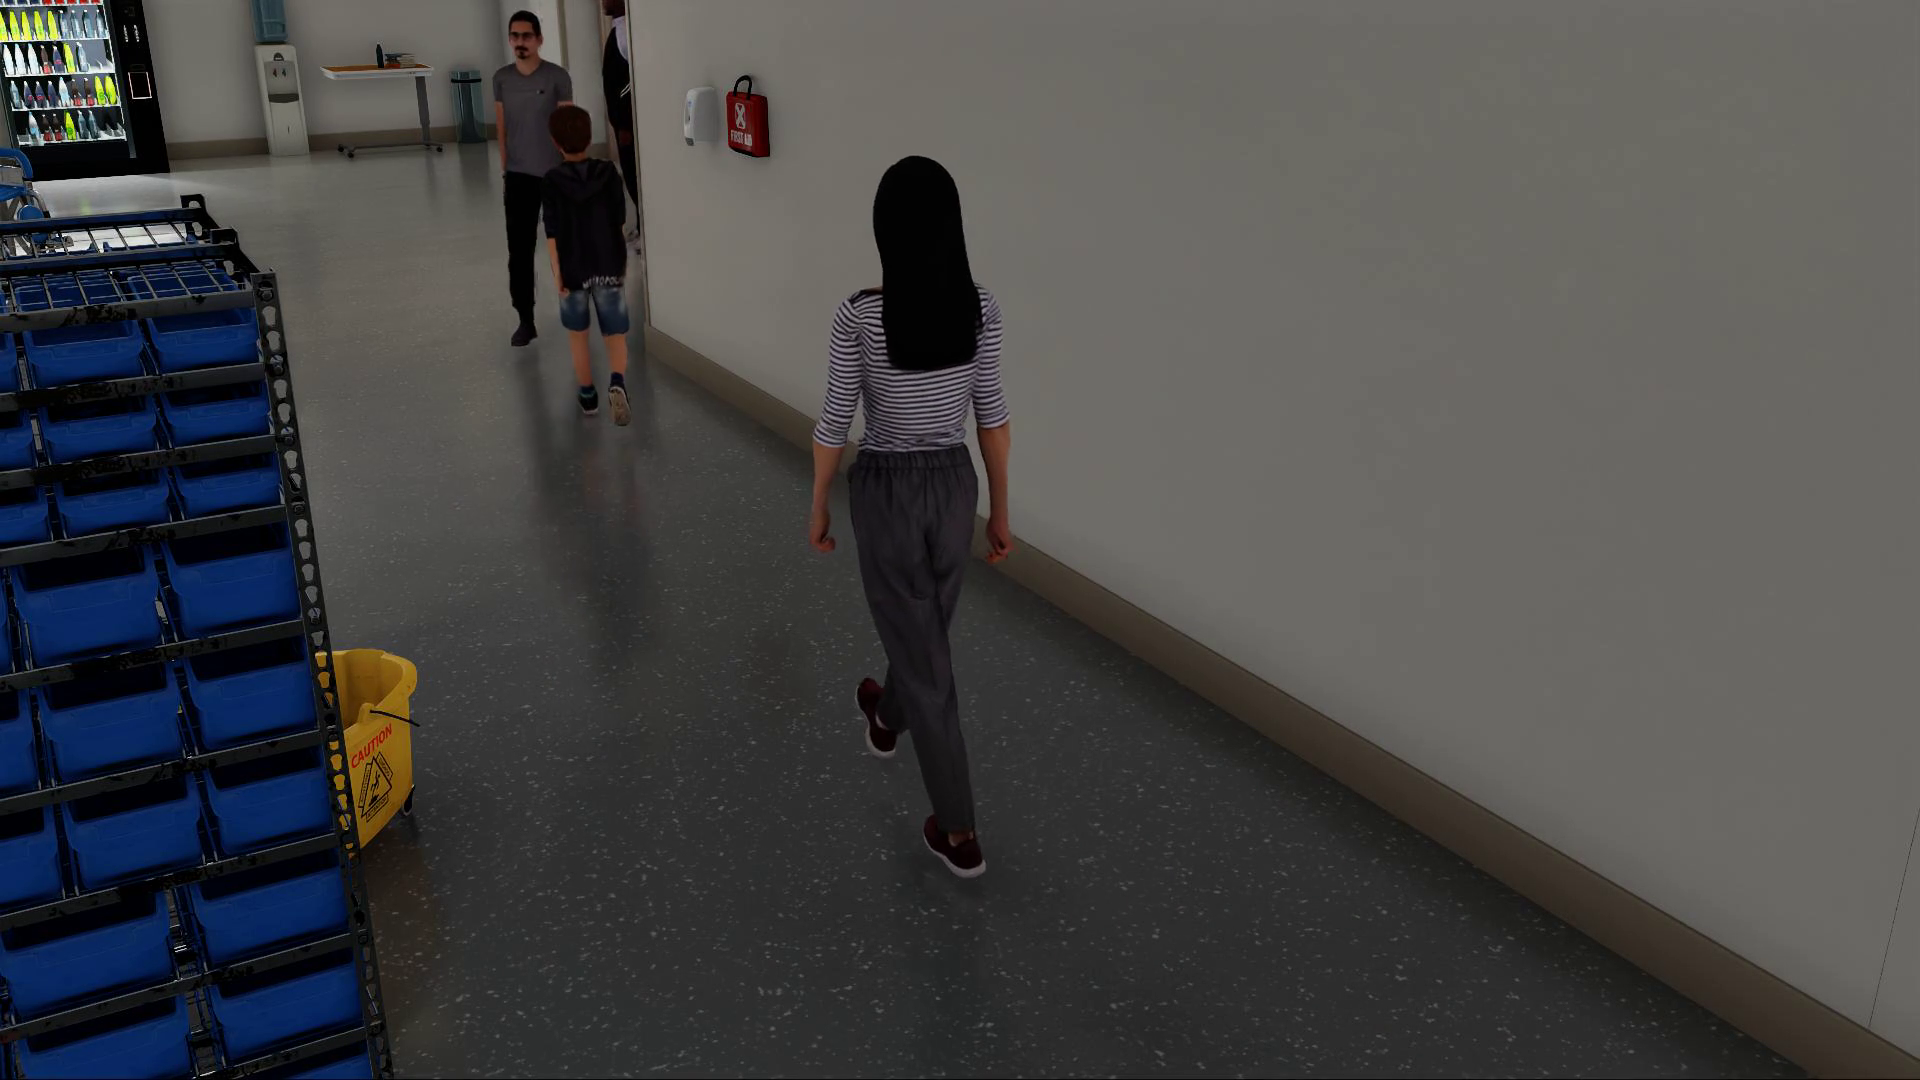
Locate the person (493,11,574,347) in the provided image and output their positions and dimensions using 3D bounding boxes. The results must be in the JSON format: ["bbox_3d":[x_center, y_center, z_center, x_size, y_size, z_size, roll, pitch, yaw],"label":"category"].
[{"bbox_3d":[-2.272,-1.985,9.140,1.182,1.721,1.076,0,21,1],"label":"person"}]

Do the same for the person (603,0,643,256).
[{"bbox_3d":[-2.257,-2.907,11.425,0.682,1.827,0.723,-3,21,-8],"label":"person"}]

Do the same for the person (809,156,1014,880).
[{"bbox_3d":[-0.077,0.001,3.951,1.078,1.682,0.794,-8,22,-21],"label":"person"}]

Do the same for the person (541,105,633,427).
[{"bbox_3d":[-1.658,-1.211,7.507,0.885,1.430,0.729,-6,22,-16],"label":"person"}]
